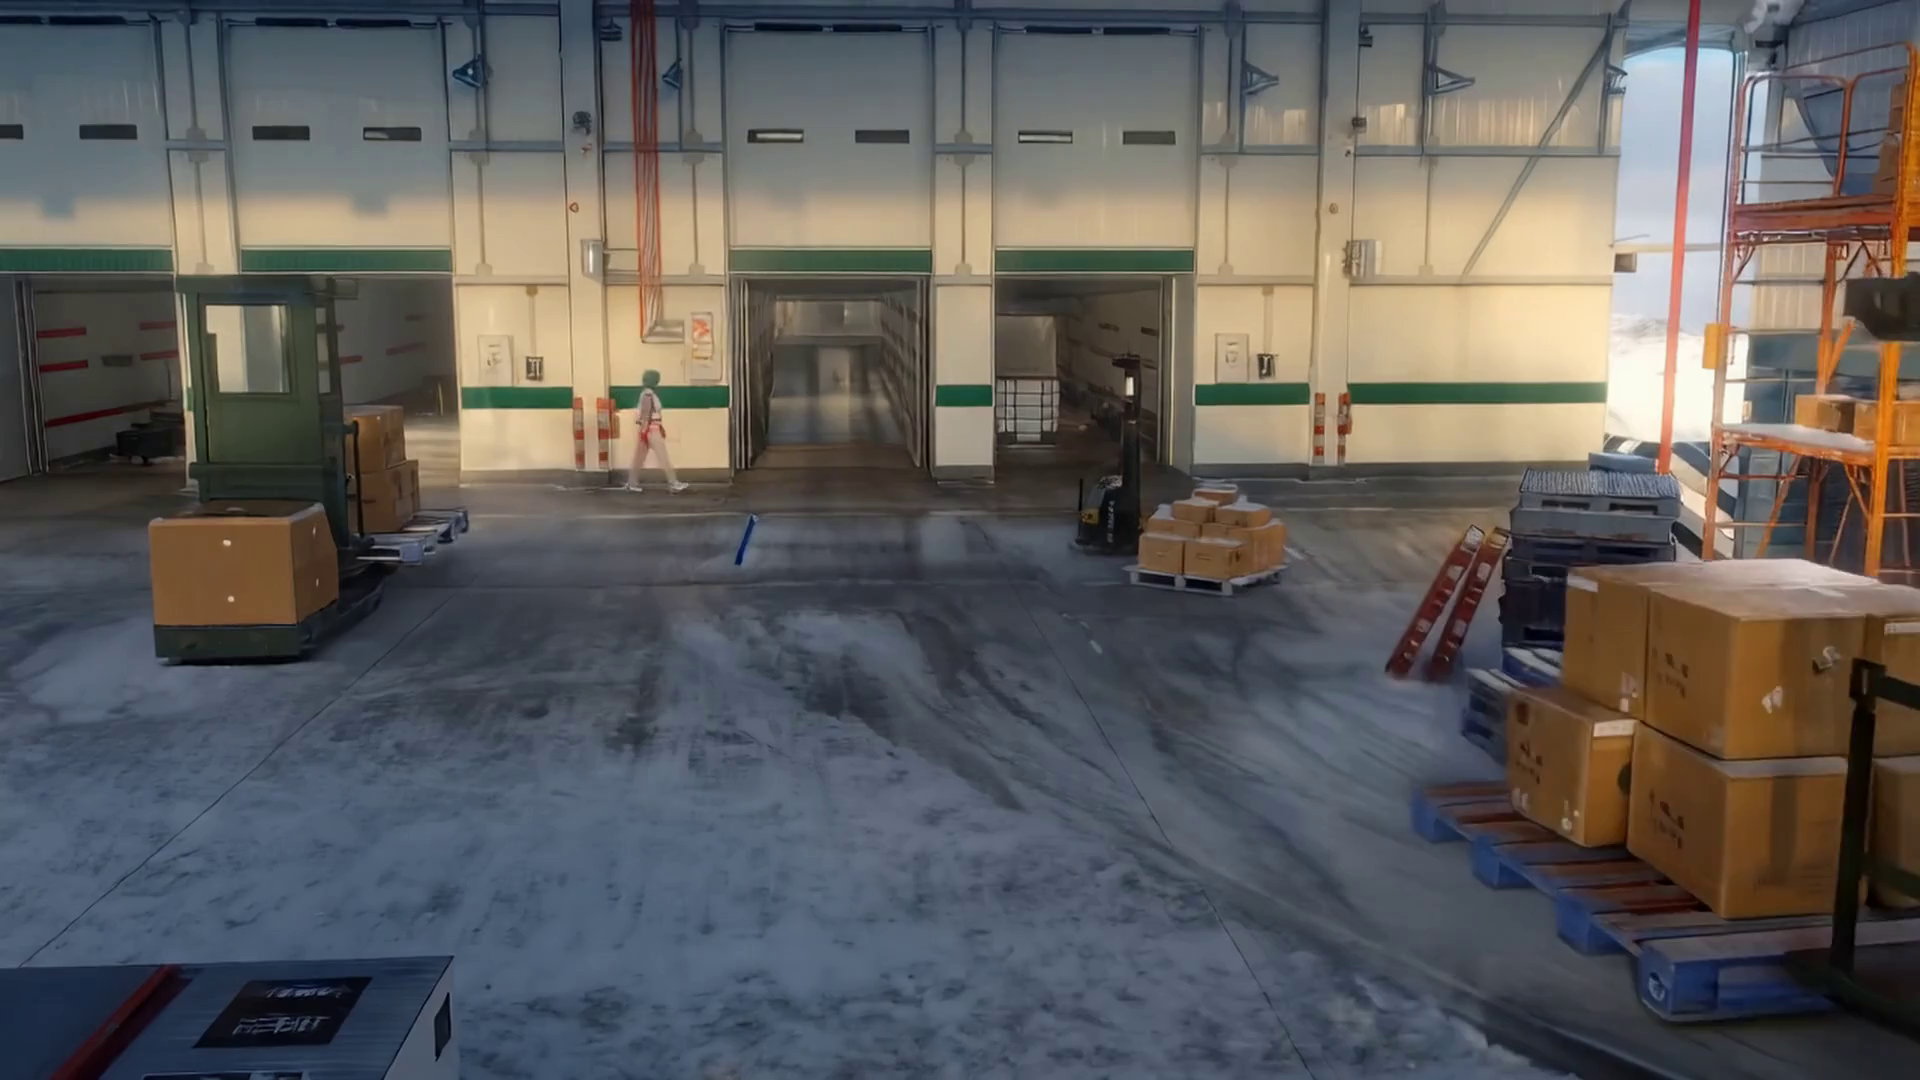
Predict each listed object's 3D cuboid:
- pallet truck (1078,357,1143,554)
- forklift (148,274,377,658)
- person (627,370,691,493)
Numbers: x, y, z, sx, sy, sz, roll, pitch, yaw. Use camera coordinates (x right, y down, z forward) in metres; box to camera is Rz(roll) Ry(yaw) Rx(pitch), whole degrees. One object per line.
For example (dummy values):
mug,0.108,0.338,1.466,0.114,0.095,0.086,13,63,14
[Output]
pallet truck,2.088,-0.836,16.757,1.885,1.965,0.823,2,9,13
forklift,-5.348,-0.627,12.681,1.129,2.768,1.873,-1,9,-4
person,-3.939,-1.398,21.530,0.849,1.592,0.527,-2,9,-11
